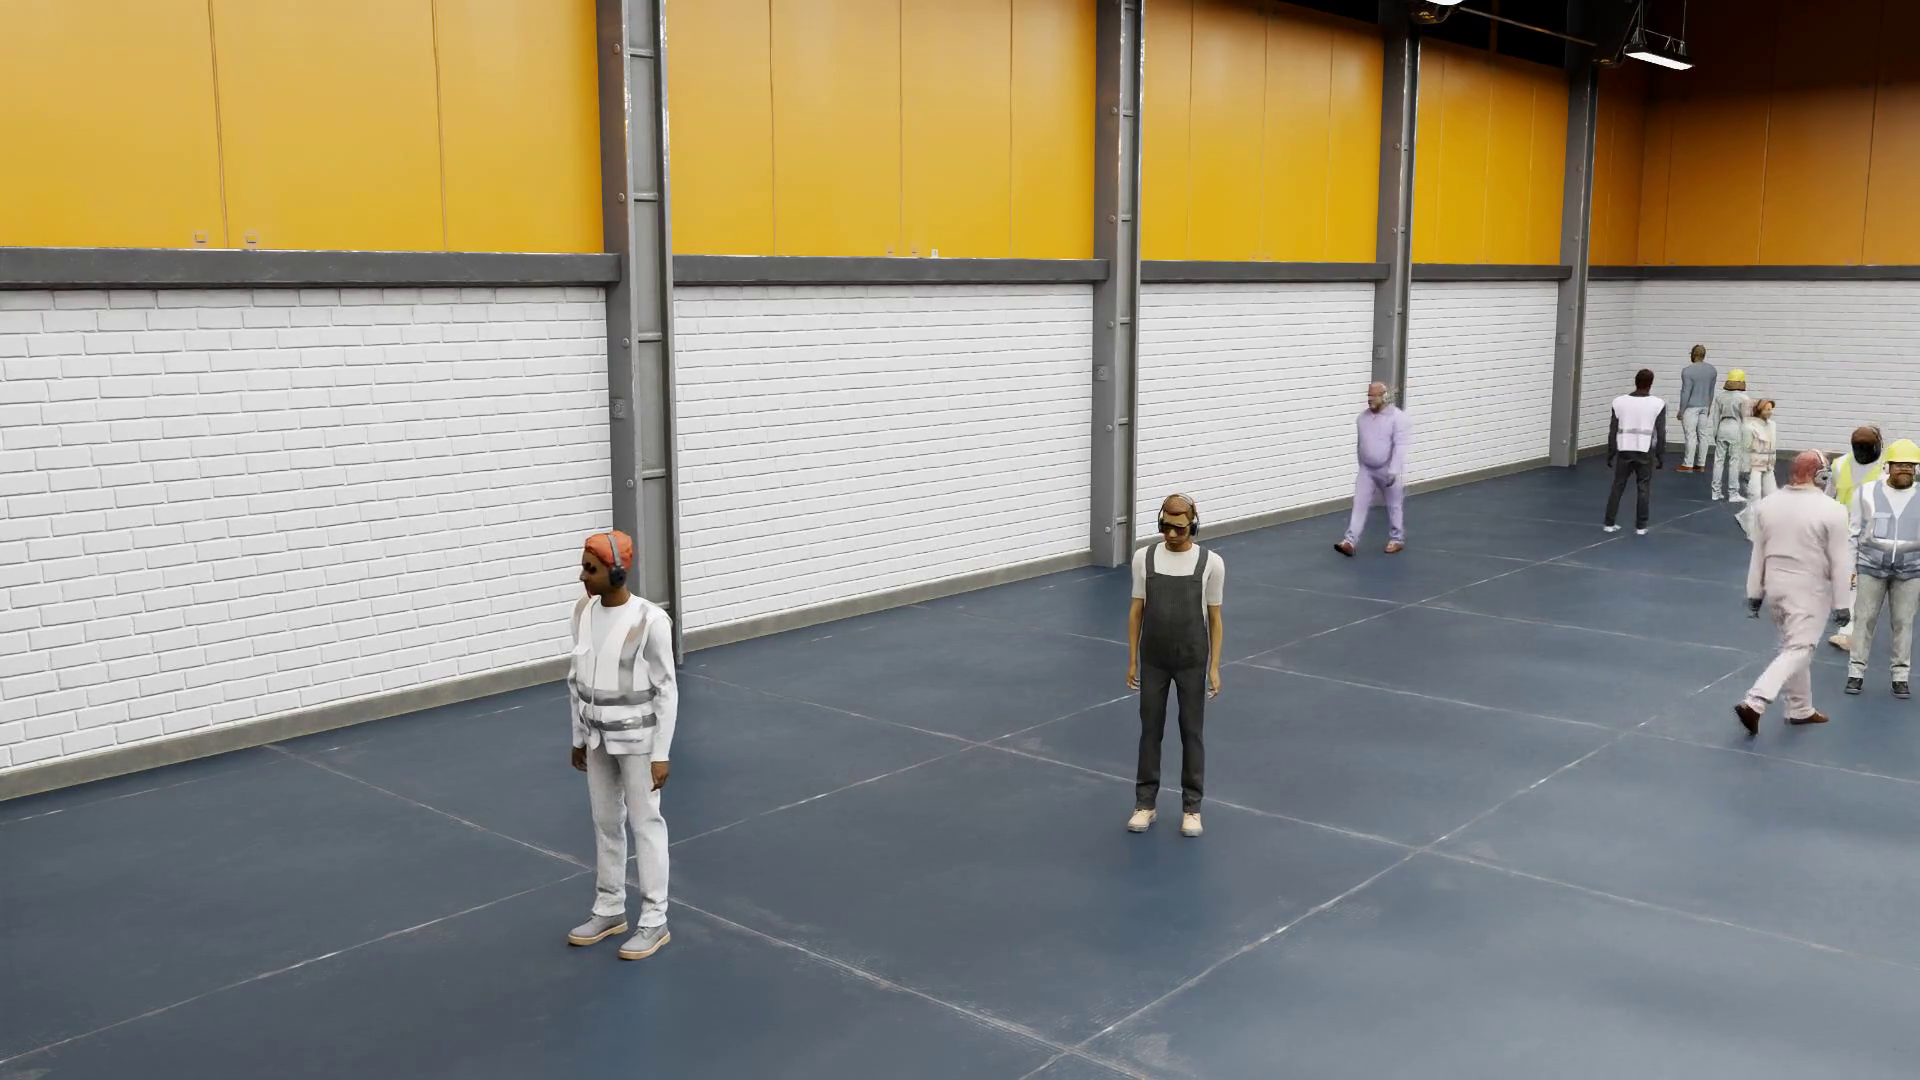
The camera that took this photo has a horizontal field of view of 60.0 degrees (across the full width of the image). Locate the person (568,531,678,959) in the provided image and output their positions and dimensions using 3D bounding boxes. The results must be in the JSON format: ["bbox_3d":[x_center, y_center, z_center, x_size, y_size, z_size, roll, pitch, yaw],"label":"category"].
[{"bbox_3d":[-1.488,0.887,7.283,0.576,1.881,0.352,6,11,34],"label":"person"}]

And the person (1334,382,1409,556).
[{"bbox_3d":[4.402,-0.738,17.614,0.641,1.843,1.031,9,12,43],"label":"person"}]

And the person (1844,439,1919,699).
[{"bbox_3d":[6.573,0.199,11.747,0.586,1.837,0.403,4,10,25],"label":"person"}]

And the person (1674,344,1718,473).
[{"bbox_3d":[11.099,-1.980,25.114,0.629,1.940,0.373,-4,10,-22],"label":"person"}]

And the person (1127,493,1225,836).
[{"bbox_3d":[1.140,0.659,8.854,0.504,1.840,0.345,3,9,16],"label":"person"}]

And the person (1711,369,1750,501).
[{"bbox_3d":[10.196,-1.382,21.968,0.317,1.742,0.492,-6,11,-32],"label":"person"}]

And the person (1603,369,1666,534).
[{"bbox_3d":[7.773,-1.005,19.146,0.634,1.896,0.441,6,11,33],"label":"person"}]

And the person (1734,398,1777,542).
[{"bbox_3d":[8.896,-0.786,18.586,0.532,1.624,0.426,-5,10,-28],"label":"person"}]

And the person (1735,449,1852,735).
[{"bbox_3d":[5.385,0.343,10.769,0.898,1.874,0.663,-3,10,-21],"label":"person"}]

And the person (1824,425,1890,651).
[{"bbox_3d":[7.170,-0.025,13.303,0.952,1.779,0.716,-6,11,-33],"label":"person"}]
